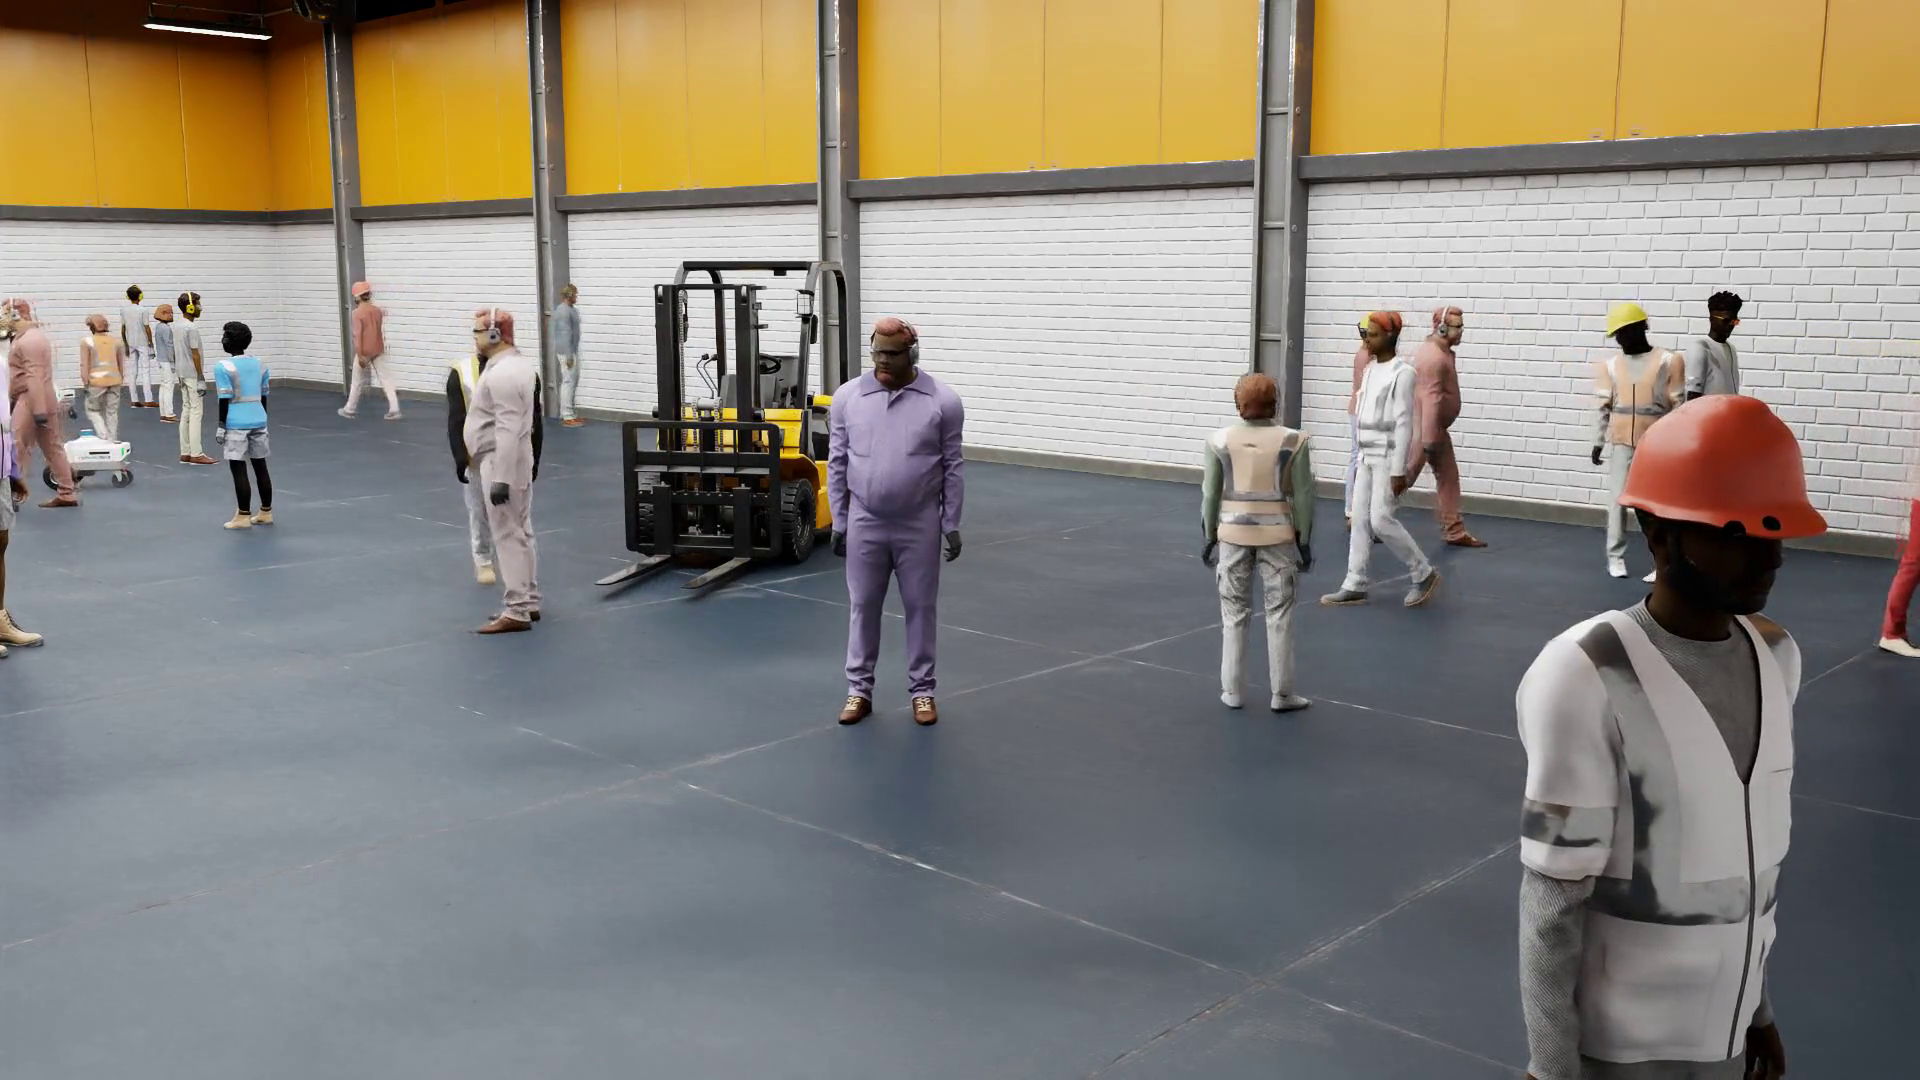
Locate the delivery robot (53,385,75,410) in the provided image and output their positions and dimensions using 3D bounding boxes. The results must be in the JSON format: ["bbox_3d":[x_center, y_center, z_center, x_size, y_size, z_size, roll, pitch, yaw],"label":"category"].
[{"bbox_3d":[-12.855,-2.017,23.434,0.707,0.478,0.477,2,9,14],"label":"delivery robot"}]

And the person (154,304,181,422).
[{"bbox_3d":[-10.984,-2.448,23.063,0.265,1.632,0.509,-8,12,-40],"label":"person"}]

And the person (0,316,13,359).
[{"bbox_3d":[-10.782,-1.719,18.685,0.586,1.615,0.502,7,12,37],"label":"person"}]

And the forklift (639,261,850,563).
[{"bbox_3d":[-1.552,-1.040,12.721,1.214,2.155,2.313,2,9,11],"label":"forklift"}]

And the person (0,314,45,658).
[{"bbox_3d":[-5.353,-0.375,9.106,0.371,2.044,0.607,1,9,6],"label":"person"}]

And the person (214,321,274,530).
[{"bbox_3d":[-5.845,-0.929,13.551,0.315,1.698,0.541,3,10,20],"label":"person"}]

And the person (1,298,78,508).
[{"bbox_3d":[-8.272,-1.173,14.577,0.896,1.861,0.633,-4,10,-21],"label":"person"}]

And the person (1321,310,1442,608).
[{"bbox_3d":[2.651,-0.496,10.382,0.614,1.876,0.600,-2,9,-10],"label":"person"}]

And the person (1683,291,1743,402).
[{"bbox_3d":[5.433,-0.817,12.057,0.608,1.963,0.374,-8,12,-41],"label":"person"}]

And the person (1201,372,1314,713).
[{"bbox_3d":[1.435,0.019,7.972,0.570,1.627,0.311,3,10,16],"label":"person"}]

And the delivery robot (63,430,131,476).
[{"bbox_3d":[-8.458,-0.829,16.152,0.707,0.478,0.477,-3,10,-17],"label":"delivery robot"}]

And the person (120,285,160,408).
[{"bbox_3d":[-12.546,-2.953,25.424,0.514,1.877,0.328,2,9,10],"label":"person"}]

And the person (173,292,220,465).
[{"bbox_3d":[-8.344,-1.750,18.071,0.535,1.868,0.309,8,12,42],"label":"person"}]

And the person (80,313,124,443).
[{"bbox_3d":[-9.692,-1.747,18.819,0.391,1.624,0.522,6,11,34],"label":"person"}]

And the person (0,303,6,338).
[{"bbox_3d":[-13.934,-2.766,23.849,0.614,2.017,0.560,-1,9,-5],"label":"person"}]

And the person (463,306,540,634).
[{"bbox_3d":[-2.692,-0.411,9.750,0.405,1.905,0.651,-2,9,-9],"label":"person"}]

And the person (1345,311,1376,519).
[{"bbox_3d":[3.453,-1.050,14.099,0.322,1.765,0.533,2,10,14],"label":"person"}]

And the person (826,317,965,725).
[{"bbox_3d":[-0.304,-0.079,7.733,0.642,1.901,0.401,1,9,5],"label":"person"}]

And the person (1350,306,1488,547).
[{"bbox_3d":[3.491,-0.853,12.655,0.990,1.855,0.656,4,10,21],"label":"person"}]

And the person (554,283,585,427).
[{"bbox_3d":[-5.270,-2.474,22.377,0.409,1.918,0.674,-1,9,-7],"label":"person"}]

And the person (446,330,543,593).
[{"bbox_3d":[-3.037,-0.541,10.925,0.614,1.798,0.972,-4,10,-22],"label":"person"}]

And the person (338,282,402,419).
[{"bbox_3d":[-8.330,-2.651,23.403,1.053,1.944,0.628,5,10,26],"label":"person"}]

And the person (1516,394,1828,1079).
[{"bbox_3d":[1.111,0.738,2.601,0.551,1.935,0.375,-5,11,-29],"label":"person"}]

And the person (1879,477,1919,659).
[{"bbox_3d":[5.364,-0.187,8.882,0.546,1.734,0.770,-7,12,-37],"label":"person"}]

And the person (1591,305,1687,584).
[{"bbox_3d":[4.677,-0.655,11.367,0.715,1.872,0.438,9,13,43],"label":"person"}]
